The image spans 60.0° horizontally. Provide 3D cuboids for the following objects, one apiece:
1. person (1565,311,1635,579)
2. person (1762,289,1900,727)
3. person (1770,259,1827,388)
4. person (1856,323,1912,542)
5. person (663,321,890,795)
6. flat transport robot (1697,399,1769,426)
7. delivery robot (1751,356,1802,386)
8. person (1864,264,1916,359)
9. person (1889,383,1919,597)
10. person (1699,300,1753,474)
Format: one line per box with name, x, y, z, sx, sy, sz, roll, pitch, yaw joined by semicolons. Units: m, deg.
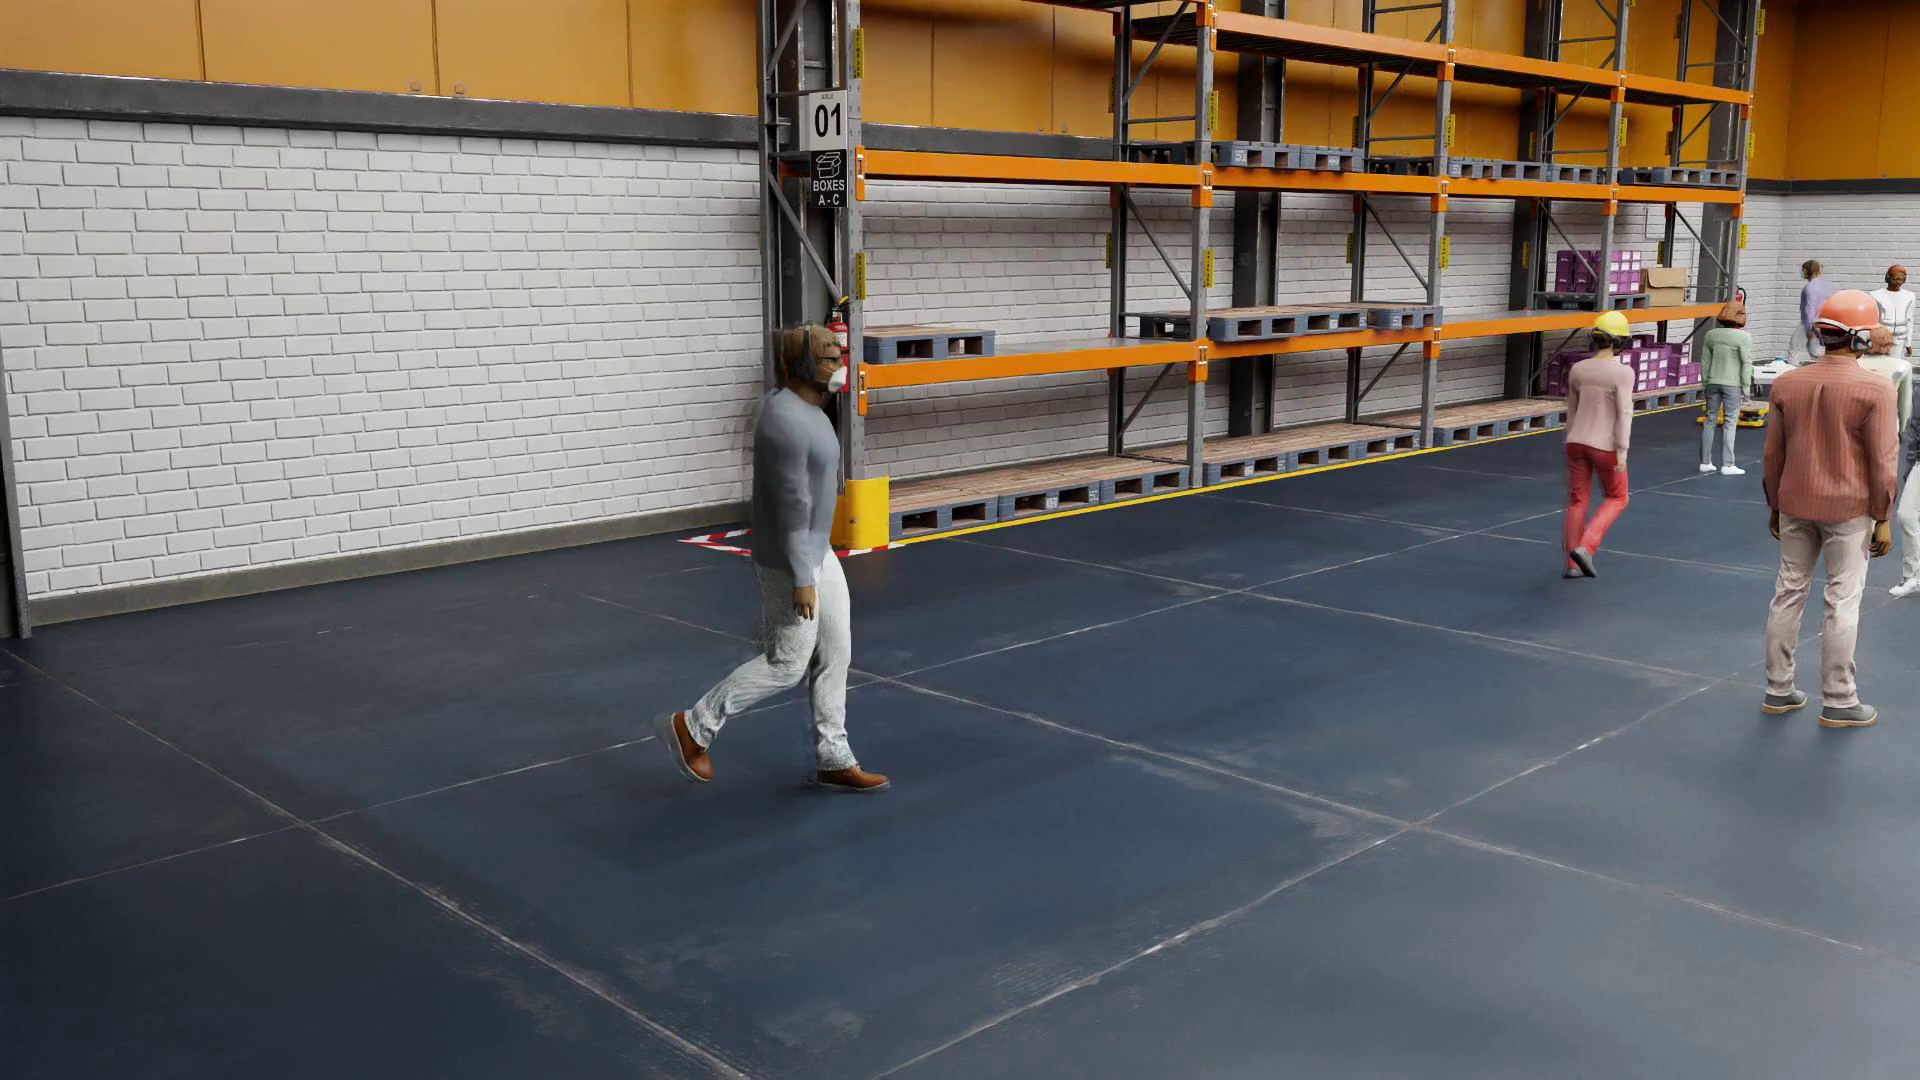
person;4.133;-0.598;10.793;0.421;1.755;0.539;-6;12;-31
person;3.997;-0.144;7.648;0.378;1.996;0.610;-6;12;-31
person;12.324;-3.090;23.981;0.951;1.903;0.634;9;14;40
person;6.740;-0.802;12.312;0.505;1.602;0.850;5;12;27
person;-0.727;0.090;6.608;0.816;1.915;0.637;2;11;9
flat transport robot;9.412;-1.528;19.903;0.652;0.197;1.431;9;14;42
delivery robot;11.395;-2.316;23.173;0.707;0.478;0.477;4;11;22
person;11.342;-2.414;20.330;0.572;1.887;0.356;1;10;4
person;5.998;-0.423;10.183;0.575;1.610;0.521;-6;12;-29
person;7.226;-1.438;15.696;0.267;1.631;0.507;-6;12;-29
